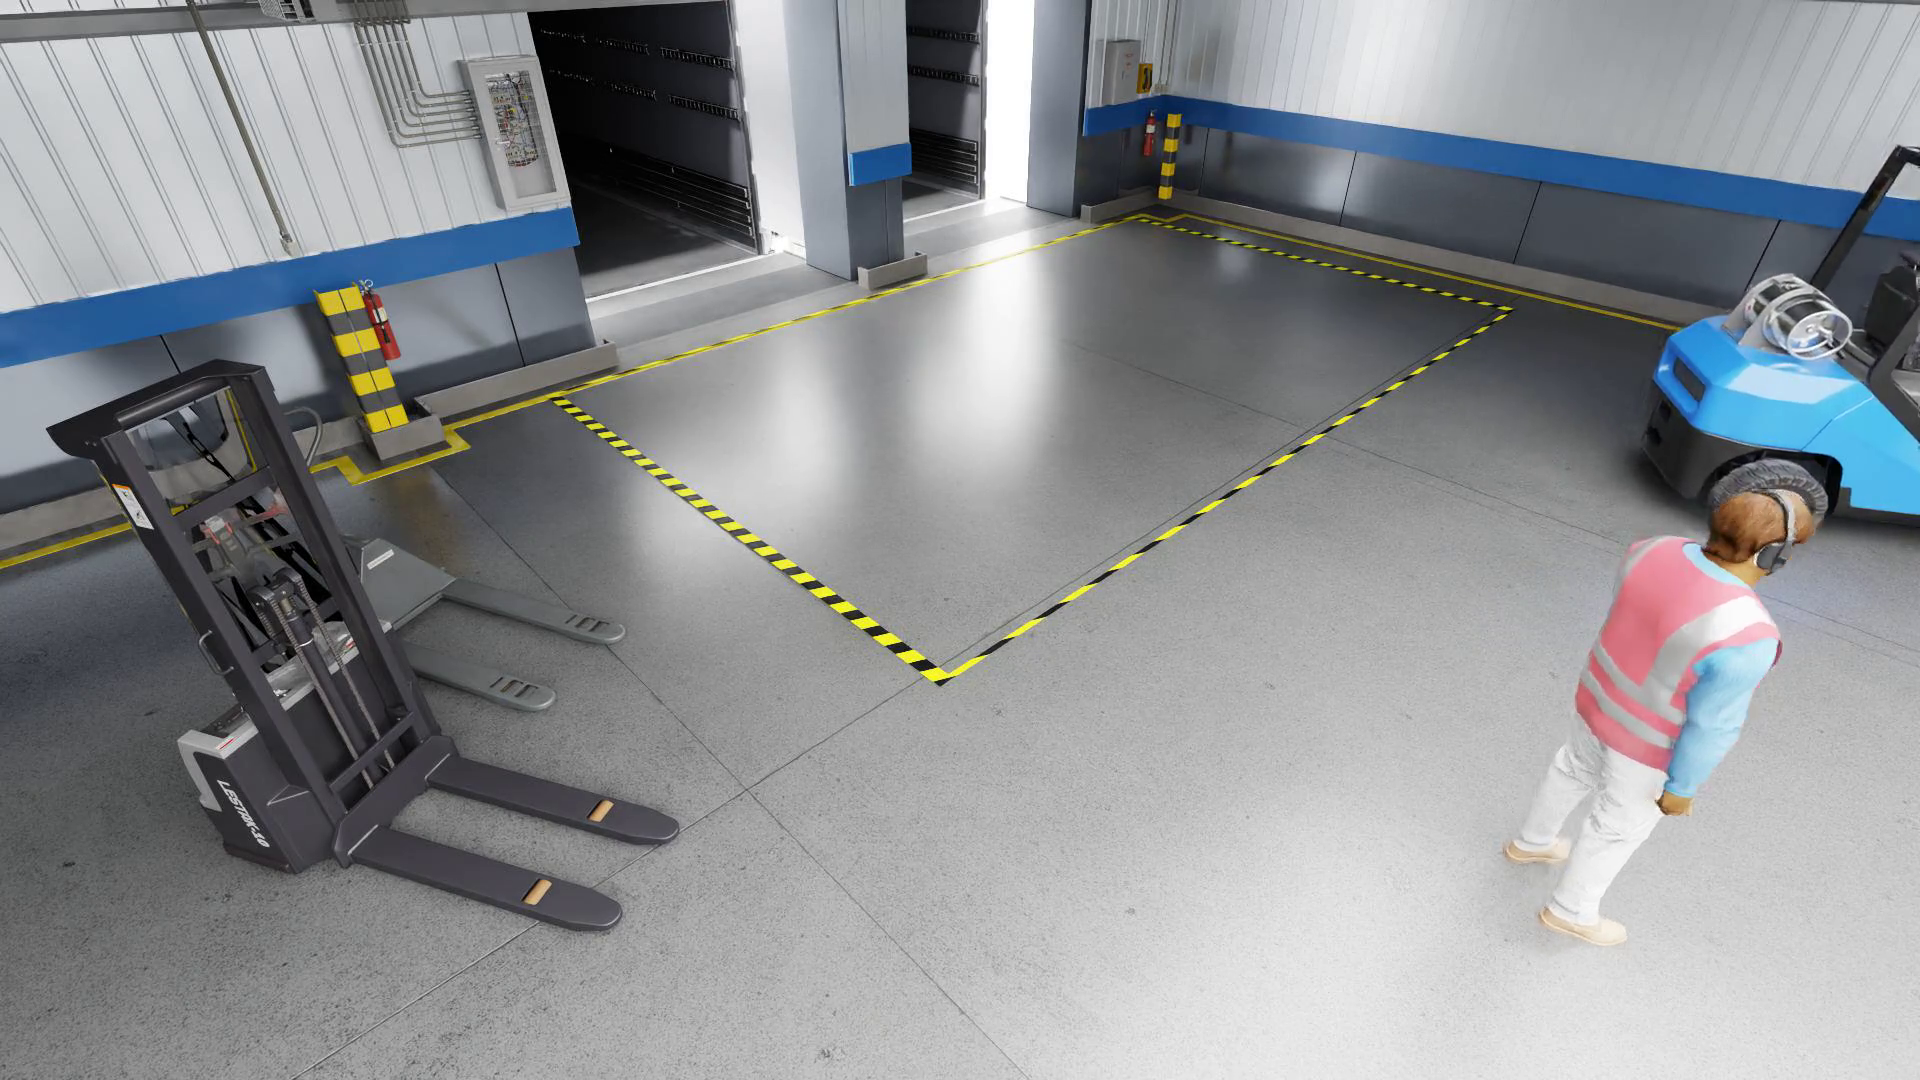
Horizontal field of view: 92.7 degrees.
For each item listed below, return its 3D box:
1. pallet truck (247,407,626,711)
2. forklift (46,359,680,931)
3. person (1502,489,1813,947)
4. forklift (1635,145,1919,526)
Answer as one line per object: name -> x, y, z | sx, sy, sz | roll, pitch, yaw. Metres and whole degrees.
pallet truck -> -2.628, 0.038, 4.590 | 1.601, 1.201, 0.680 | 12, 36, 18
forklift -> -2.135, 0.422, 3.354 | 1.885, 1.965, 0.823 | 10, 35, 14
person -> 2.369, 0.641, 3.182 | 0.430, 1.832, 0.650 | 2, 34, 3
forklift -> 5.894, -1.144, 5.341 | 2.680, 2.036, 1.157 | 9, 35, 13
